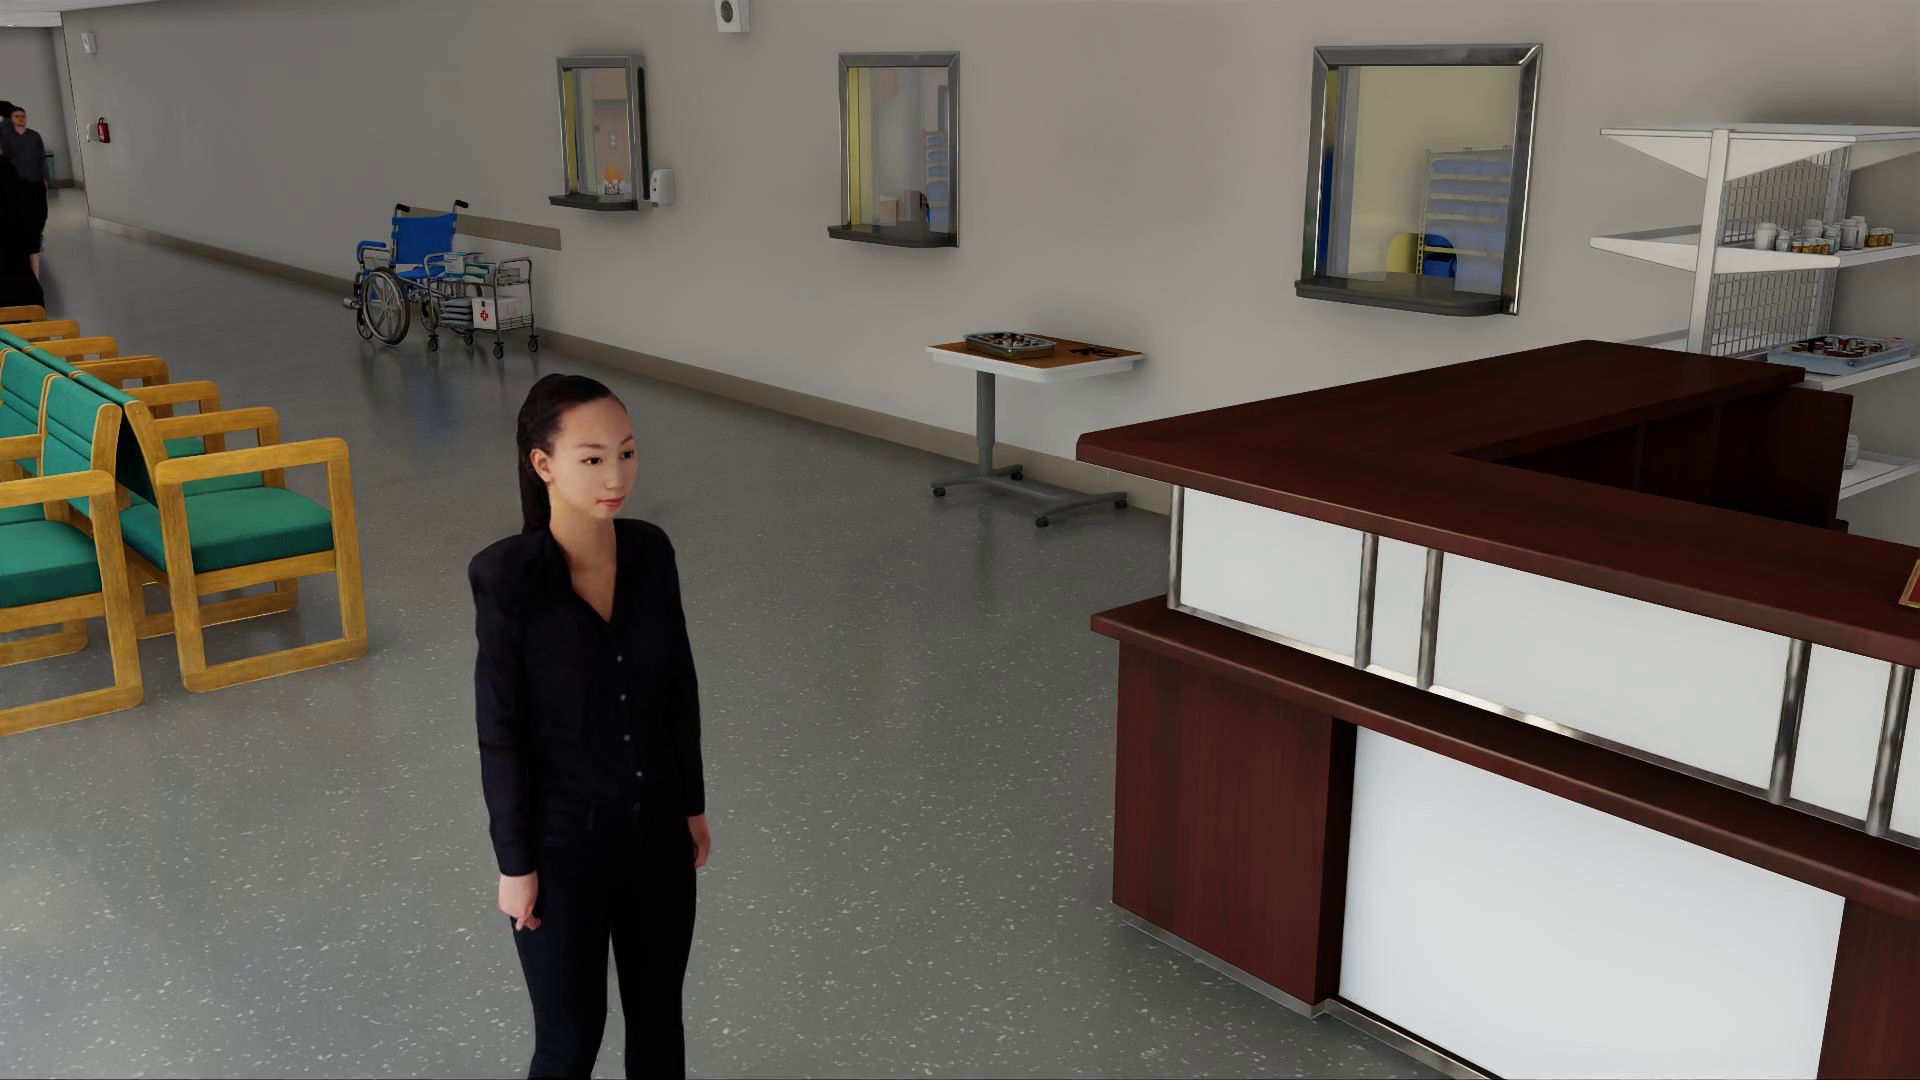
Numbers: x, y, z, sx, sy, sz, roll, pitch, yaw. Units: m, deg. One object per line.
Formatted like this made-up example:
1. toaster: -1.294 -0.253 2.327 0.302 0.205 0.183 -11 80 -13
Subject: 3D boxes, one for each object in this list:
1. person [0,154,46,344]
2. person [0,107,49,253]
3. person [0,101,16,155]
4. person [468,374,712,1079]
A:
1. person: -5.863 -1.534 10.339 0.738 1.696 0.638 5 16 16
2. person: -11.528 -4.437 20.545 0.856 1.746 0.711 -11 19 -34
3. person: -15.794 -6.430 27.678 0.668 1.711 0.658 -3 16 -10
4. person: -0.638 0.548 2.927 0.444 1.712 0.648 -15 22 -43
